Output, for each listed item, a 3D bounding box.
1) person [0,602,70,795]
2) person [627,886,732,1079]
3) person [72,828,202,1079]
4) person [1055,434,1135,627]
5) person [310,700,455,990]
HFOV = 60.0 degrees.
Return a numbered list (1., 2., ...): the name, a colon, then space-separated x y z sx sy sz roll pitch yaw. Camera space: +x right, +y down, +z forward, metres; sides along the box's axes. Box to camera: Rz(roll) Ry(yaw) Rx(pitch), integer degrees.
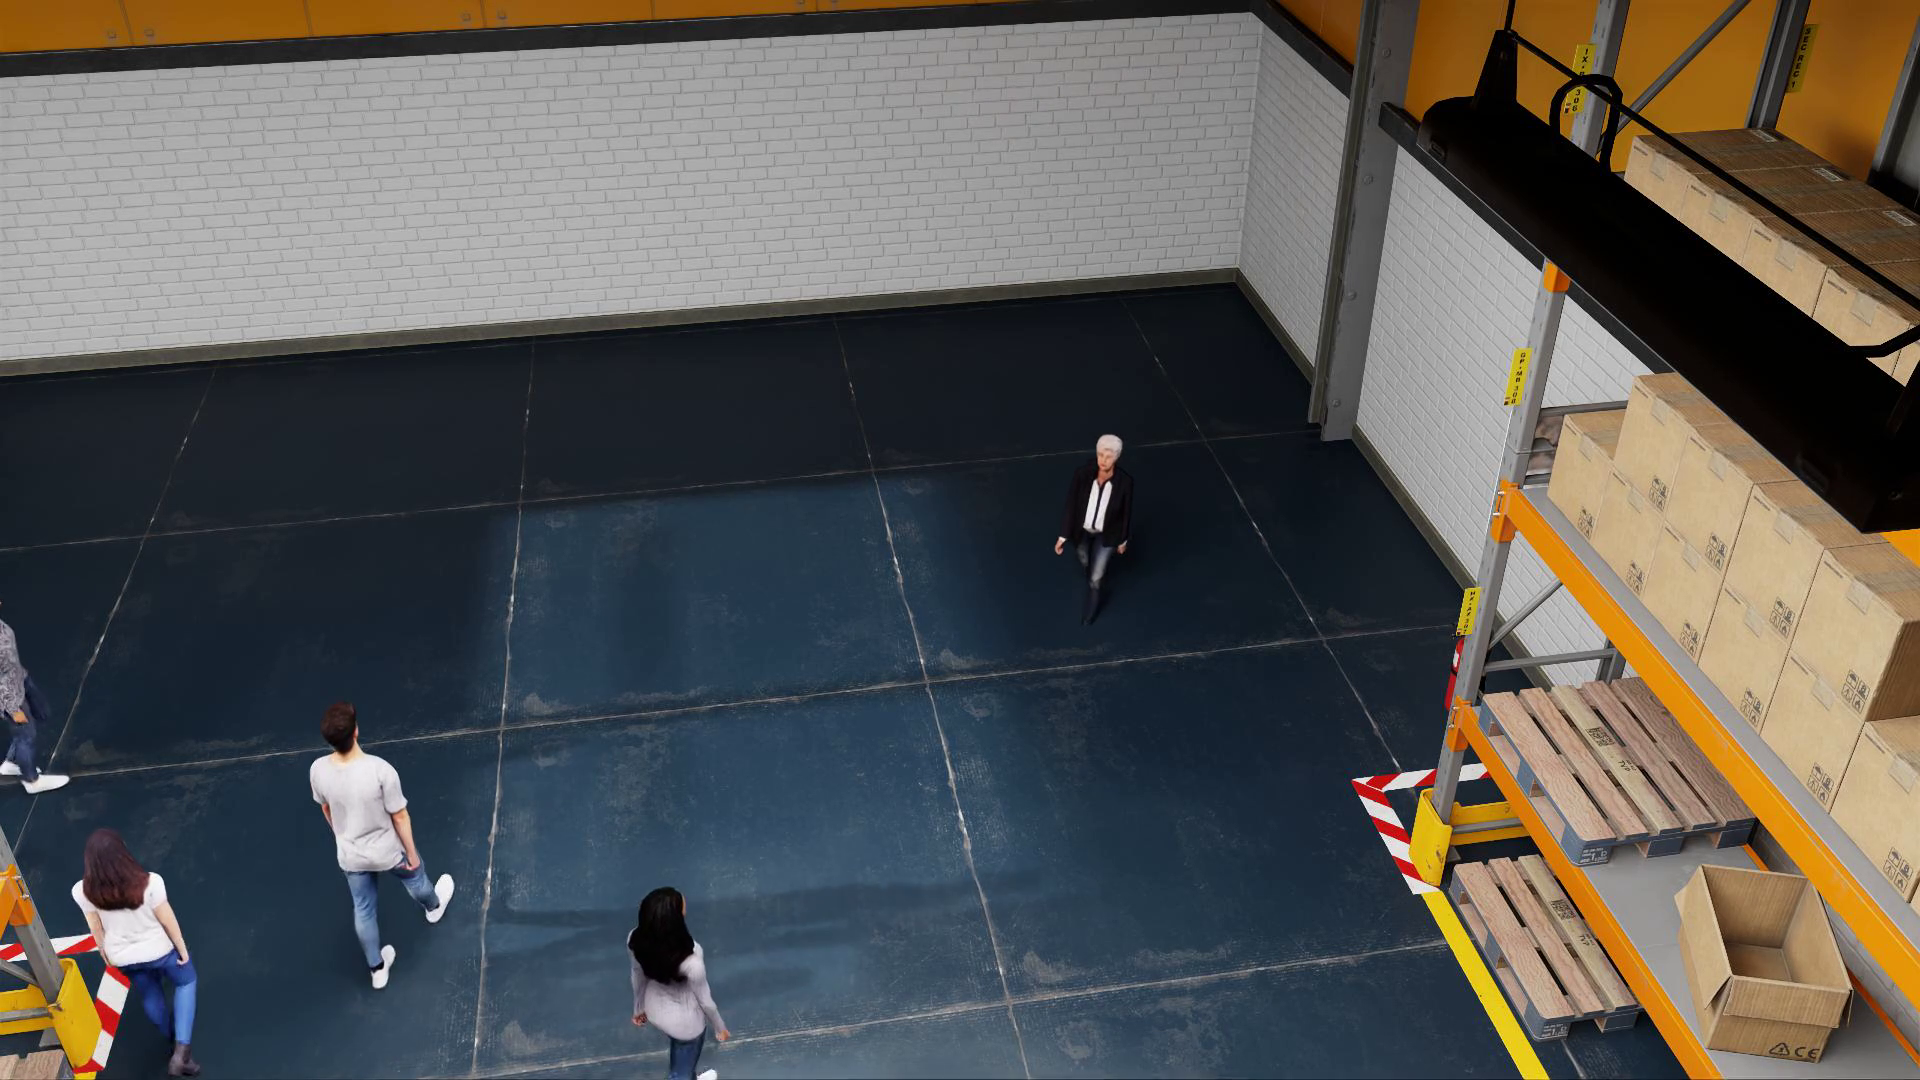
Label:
1. person: -6.135 0.987 10.523 0.764 1.711 0.652 -17 37 -24
2. person: -1.484 2.455 8.312 0.841 1.716 0.902 20 39 27
3. person: -4.276 2.223 8.698 0.588 1.674 0.800 -6 34 -9
4. person: 0.995 -0.071 12.555 1.124 1.752 1.222 13 36 18
5. person: -3.310 1.741 9.258 0.832 1.858 1.089 2 34 3
